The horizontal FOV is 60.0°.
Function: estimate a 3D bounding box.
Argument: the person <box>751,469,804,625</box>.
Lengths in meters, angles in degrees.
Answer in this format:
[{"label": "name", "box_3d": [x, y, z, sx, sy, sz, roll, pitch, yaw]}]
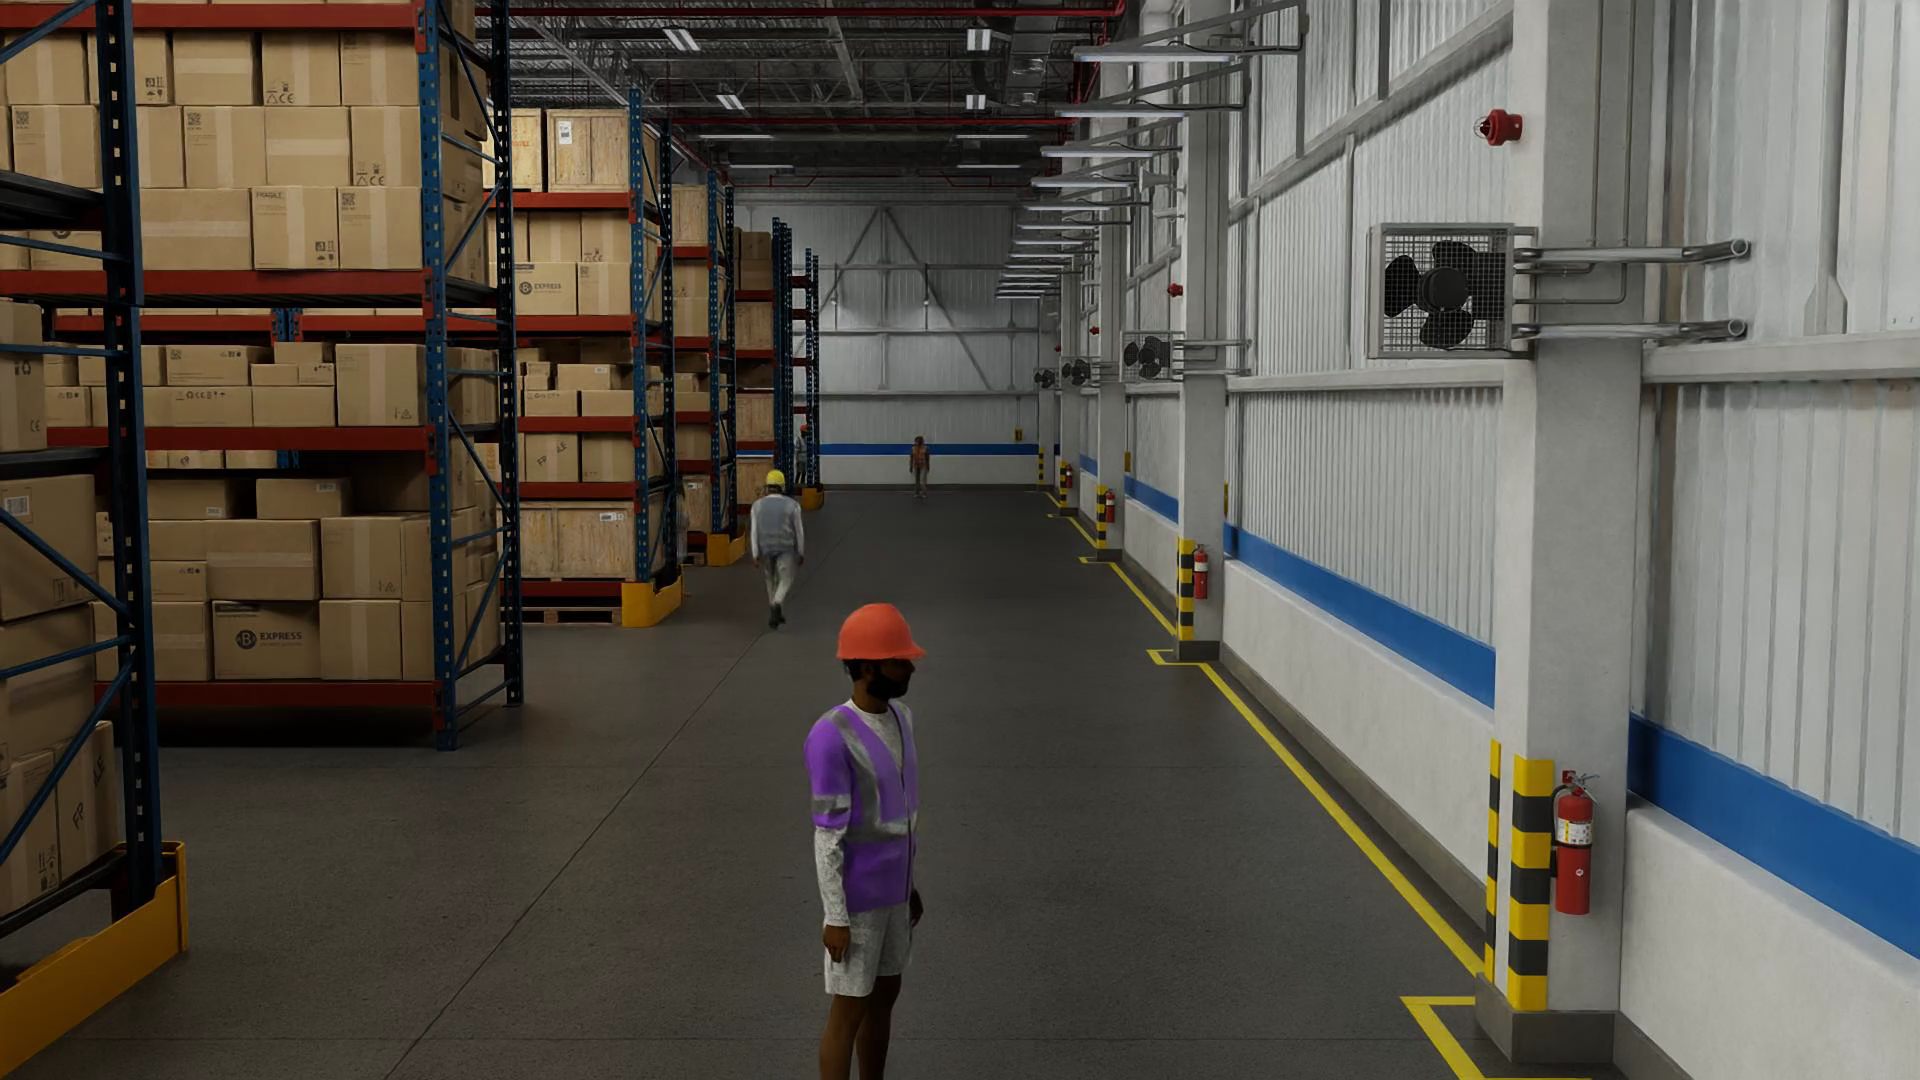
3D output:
[{"label": "person", "box_3d": [-2.088, 0.096, 18.920, 0.602, 1.817, 0.676, 1, 5, 11]}]

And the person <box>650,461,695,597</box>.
[{"label": "person", "box_3d": [-3.826, -0.141, 21.815, 0.673, 1.810, 0.637, 2, 5, 21]}]

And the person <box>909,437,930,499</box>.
[{"label": "person", "box_3d": [-1.067, -1.864, 43.050, 0.538, 1.593, 0.701, 1, 5, 15]}]

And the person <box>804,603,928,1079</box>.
[{"label": "person", "box_3d": [-0.281, 1.177, 5.622, 0.359, 1.937, 0.552, 3, 6, 28]}]

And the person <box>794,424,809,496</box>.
[{"label": "person", "box_3d": [-4.173, -2.128, 44.286, 0.419, 1.920, 0.546, 4, 6, 38]}]
